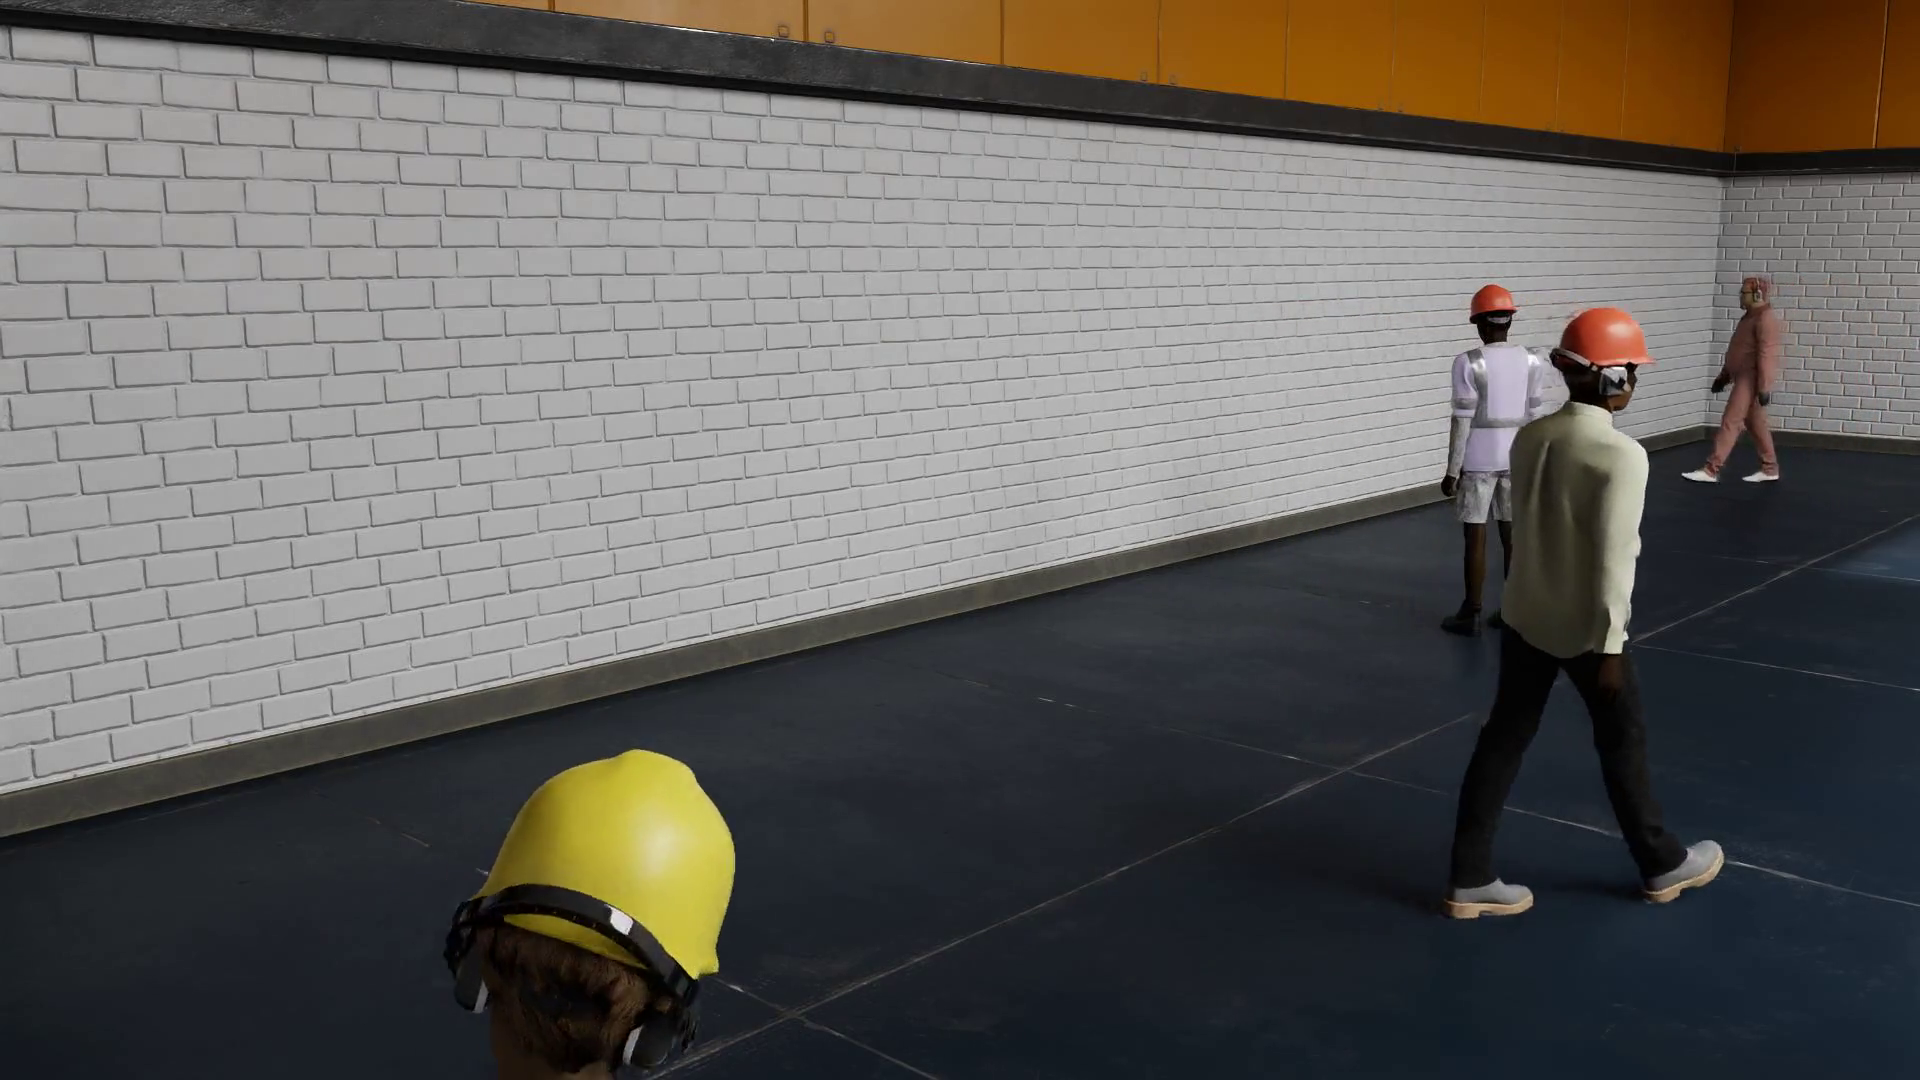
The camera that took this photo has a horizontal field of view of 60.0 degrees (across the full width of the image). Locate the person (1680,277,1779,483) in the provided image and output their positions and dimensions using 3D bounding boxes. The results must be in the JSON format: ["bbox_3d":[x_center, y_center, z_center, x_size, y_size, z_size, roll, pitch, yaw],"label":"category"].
[{"bbox_3d":[7.082,-1.436,15.071,0.773,1.880,0.649,3,10,17],"label":"person"}]

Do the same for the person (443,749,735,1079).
[{"bbox_3d":[-0.304,1.053,1.299,0.468,1.721,0.666,9,13,40],"label":"person"}]

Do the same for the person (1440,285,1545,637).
[{"bbox_3d":[2.900,-0.427,9.137,0.542,1.928,0.374,-2,10,-14],"label":"person"}]

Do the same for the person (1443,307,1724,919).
[{"bbox_3d":[1.997,0.243,5.276,1.008,1.937,0.642,-3,11,-19],"label":"person"}]
